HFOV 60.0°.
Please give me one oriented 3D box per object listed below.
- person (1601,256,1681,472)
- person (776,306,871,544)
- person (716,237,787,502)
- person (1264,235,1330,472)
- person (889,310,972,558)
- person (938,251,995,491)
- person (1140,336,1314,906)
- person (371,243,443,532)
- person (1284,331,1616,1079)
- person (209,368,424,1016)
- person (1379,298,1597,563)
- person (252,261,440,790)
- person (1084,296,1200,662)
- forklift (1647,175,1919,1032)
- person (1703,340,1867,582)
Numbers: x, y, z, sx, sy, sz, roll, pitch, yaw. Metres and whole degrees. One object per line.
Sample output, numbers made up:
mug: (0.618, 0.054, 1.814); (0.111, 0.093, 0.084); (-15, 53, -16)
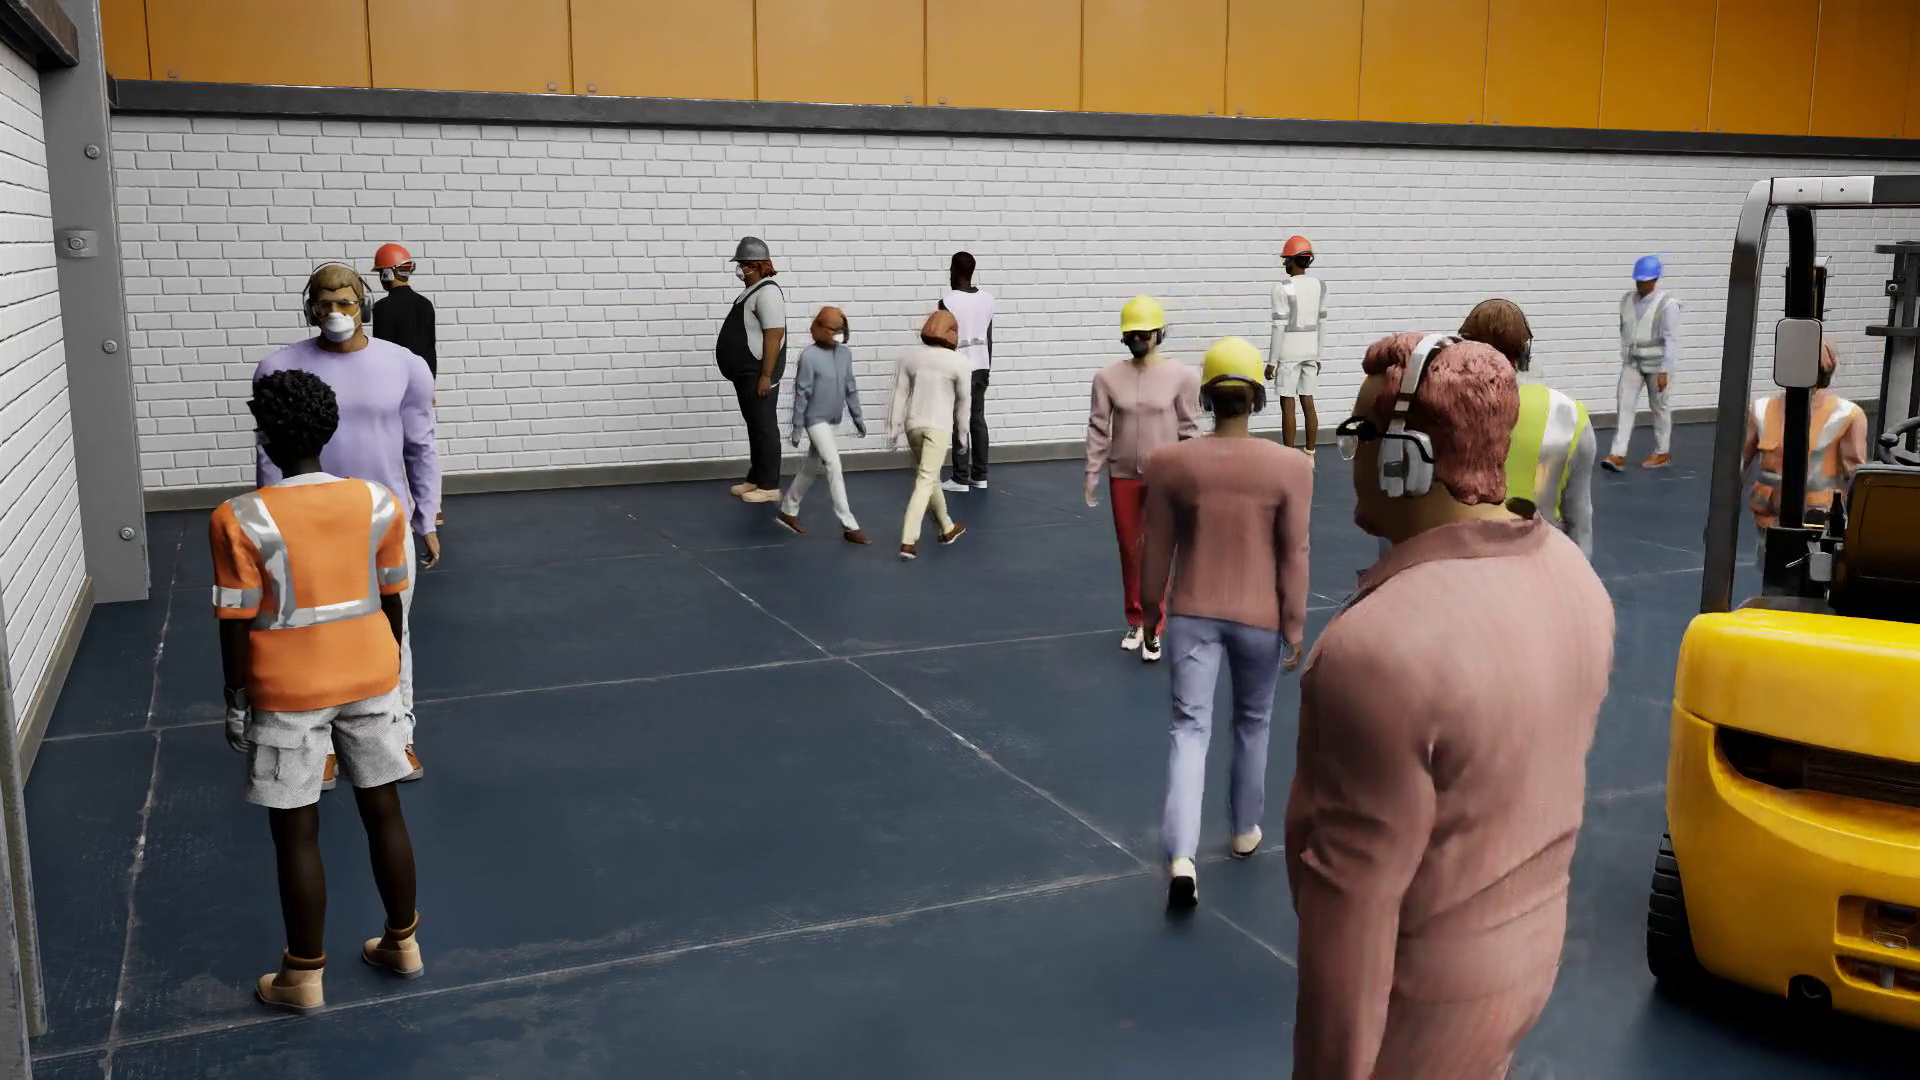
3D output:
person: (5.931, -1.510, 14.402); (1.037, 1.860, 0.617); (-8, 13, -37)
person: (-0.947, -0.785, 11.195); (0.835, 1.587, 0.565); (6, 12, 31)
person: (-1.615, -1.318, 12.866); (0.539, 2.000, 0.689); (-3, 11, -18)
person: (2.881, -1.589, 14.352); (0.605, 2.045, 0.377); (-6, 12, -31)
person: (-0.195, -0.689, 10.713); (0.501, 1.560, 0.891); (5, 11, 25)
person: (0.044, -1.348, 13.364); (0.379, 1.918, 0.596); (9, 14, 40)
person: (0.804, 0.241, 5.150); (0.533, 1.733, 0.867); (3, 11, 15)
person: (-3.870, -1.055, 11.572); (0.402, 1.986, 0.609); (3, 11, 16)
person: (0.688, 0.650, 2.412); (0.515, 1.895, 0.663); (10, 14, 43)
person: (-1.688, 0.396, 4.397); (0.321, 1.691, 0.532); (9, 14, 41)
person: (1.619, 0.176, 5.178); (0.627, 1.843, 0.429); (2, 11, 13)
person: (-2.237, -0.046, 6.134); (0.632, 1.938, 0.359); (-4, 11, -21)
person: (0.857, -0.287, 8.004); (0.546, 1.742, 0.684); (4, 11, 19)
forklift: (2.810, 0.094, 4.662); (1.214, 2.155, 2.313); (7, 12, 34)
person: (3.469, -0.051, 7.048); (0.734, 1.599, 0.635); (-7, 12, -34)
